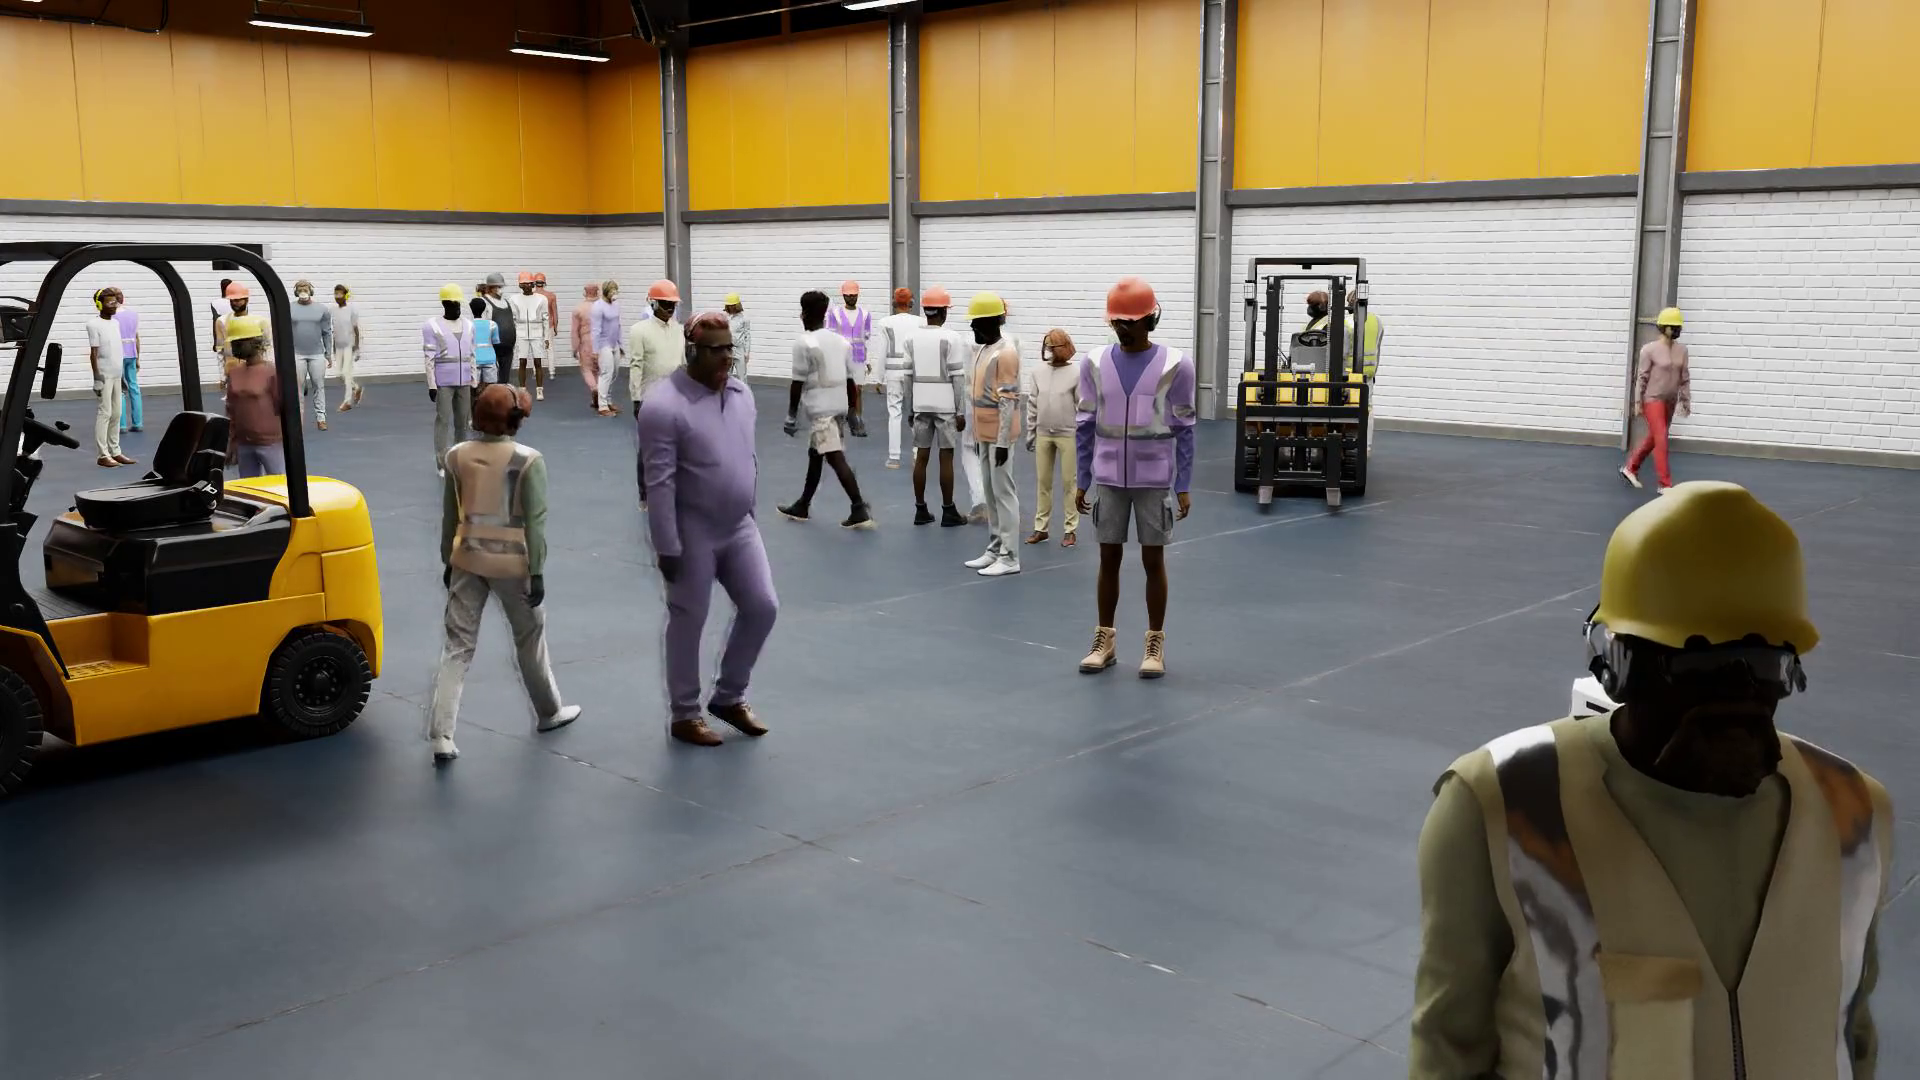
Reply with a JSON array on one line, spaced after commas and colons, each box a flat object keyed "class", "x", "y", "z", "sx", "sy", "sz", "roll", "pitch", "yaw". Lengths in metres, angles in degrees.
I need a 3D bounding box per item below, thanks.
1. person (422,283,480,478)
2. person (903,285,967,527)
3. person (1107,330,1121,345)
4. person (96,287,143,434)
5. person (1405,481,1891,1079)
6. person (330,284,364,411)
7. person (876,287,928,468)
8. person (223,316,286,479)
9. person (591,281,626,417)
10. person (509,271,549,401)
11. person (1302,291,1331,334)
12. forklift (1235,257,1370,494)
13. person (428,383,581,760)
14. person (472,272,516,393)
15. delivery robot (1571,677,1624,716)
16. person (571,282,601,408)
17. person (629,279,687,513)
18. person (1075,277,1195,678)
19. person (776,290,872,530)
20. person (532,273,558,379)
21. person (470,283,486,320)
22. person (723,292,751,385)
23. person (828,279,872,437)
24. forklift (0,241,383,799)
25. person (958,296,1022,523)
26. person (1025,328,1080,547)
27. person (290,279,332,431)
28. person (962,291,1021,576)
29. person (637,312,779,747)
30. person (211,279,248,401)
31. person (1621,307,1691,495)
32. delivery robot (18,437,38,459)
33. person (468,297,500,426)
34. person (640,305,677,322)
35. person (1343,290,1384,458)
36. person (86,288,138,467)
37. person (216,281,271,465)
[{"class": "person", "x": -5.045, "y": -1.584, "z": 16.566, "sx": 0.361, "sy": 1.930, "sz": 0.585, "roll": 7, "pitch": 12, "yaw": 38}, {"class": "person", "x": -0.191, "y": -1.074, "z": 13.405, "sx": 0.543, "sy": 1.940, "sz": 0.360, "roll": 5, "pitch": 10, "yaw": 28}, {"class": "person", "x": 1.942, "y": -1.888, "z": 19.325, "sx": 0.500, "sy": 1.636, "sz": 0.285, "roll": -3, "pitch": 10, "yaw": -16}, {"class": "person", "x": -10.555, "y": -2.253, "z": 20.915, "sx": 0.389, "sy": 1.848, "sz": 0.563, "roll": 4, "pitch": 10, "yaw": 25}, {"class": "person", "x": 0.831, "y": 0.837, "z": 2.012, "sx": 0.586, "sy": 1.835, "sz": 0.404, "roll": -1, "pitch": 9, "yaw": -4}, {"class": "person", "x": -8.982, "y": -2.824, "z": 24.418, "sx": 0.516, "sy": 1.852, "sz": 0.604, "roll": 3, "pitch": 10, "yaw": 19}, {"class": "person", "x": -0.585, "y": -1.683, "z": 17.313, "sx": 0.586, "sy": 1.882, "sz": 0.340, "roll": -2, "pitch": 10, "yaw": -14}, {"class": "person", "x": -4.736, "y": -0.630, "z": 11.312, "sx": 0.638, "sy": 1.747, "sz": 0.318, "roll": 4, "pitch": 10, "yaw": 22}, {"class": "person", "x": -4.995, "y": -2.692, "z": 23.468, "sx": 0.563, "sy": 1.905, "sz": 0.836, "roll": 2, "pitch": 10, "yaw": 15}, {"class": "person", "x": -6.743, "y": -3.186, "z": 26.038, "sx": 0.615, "sy": 2.040, "sz": 0.391, "roll": -1, "pitch": 9, "yaw": -8}, {"class": "person", "x": 3.764, "y": -1.706, "z": 17.601, "sx": 0.429, "sy": 1.839, "sz": 0.643, "roll": -2, "pitch": 9, "yaw": -12}, {"class": "forklift", "x": 3.309, "y": -1.629, "z": 16.029, "sx": 1.214, "sy": 2.155, "sz": 2.313, "roll": 2, "pitch": 9, "yaw": 11}, {"class": "person", "x": -2.004, "y": 0.120, "z": 7.144, "sx": 0.558, "sy": 1.589, "sz": 0.874, "roll": 3, "pitch": 10, "yaw": 17}, {"class": "person", "x": -6.629, "y": -2.835, "z": 23.896, "sx": 0.535, "sy": 2.000, "sz": 0.684, "roll": 5, "pitch": 10, "yaw": 27}, {"class": "delivery robot", "x": 2.703, "y": 0.704, "z": 6.450, "sx": 0.477, "sy": 0.478, "sz": 0.707, "roll": -3, "pitch": 10, "yaw": -16}, {"class": "person", "x": -5.402, "y": -2.863, "z": 24.548, "sx": 0.650, "sy": 1.886, "sz": 0.749, "roll": -5, "pitch": 11, "yaw": -29}, {"class": "person", "x": -2.528, "y": -1.215, "z": 14.155, "sx": 0.404, "sy": 1.987, "sz": 0.617, "roll": 8, "pitch": 12, "yaw": 42}, {"class": "person", "x": 0.869, "y": -0.306, "z": 8.416, "sx": 0.613, "sy": 2.029, "sz": 0.404, "roll": 4, "pitch": 10, "yaw": 21}, {"class": "person", "x": -1.080, "y": -1.040, "z": 13.322, "sx": 1.032, "sy": 1.912, "sz": 0.593, "roll": 6, "pitch": 11, "yaw": 32}, {"class": "person", "x": -7.871, "y": -4.017, "z": 31.284, "sx": 0.612, "sy": 1.995, "sz": 0.382, "roll": -4, "pitch": 10, "yaw": -21}, {"class": "person", "x": -7.498, "y": -3.145, "z": 26.429, "sx": 0.551, "sy": 1.844, "sz": 0.364, "roll": -4, "pitch": 10, "yaw": -22}, {"class": "person", "x": -3.242, "y": -2.669, "z": 23.800, "sx": 0.483, "sy": 1.739, "sz": 0.309, "roll": 2, "pitch": 9, "yaw": 11}, {"class": "person", "x": -1.346, "y": -2.228, "z": 20.486, "sx": 0.542, "sy": 1.939, "sz": 0.362, "roll": -3, "pitch": 10, "yaw": -16}, {"class": "forklift", "x": -3.706, "y": -0.171, "z": 7.093, "sx": 1.214, "sy": 2.155, "sz": 2.313, "roll": 9, "pitch": 13, "yaw": 43}, {"class": "person", "x": 0.195, "y": -1.070, "z": 13.595, "sx": 0.628, "sy": 1.866, "sz": 0.494, "roll": -4, "pitch": 10, "yaw": -25}, {"class": "person", "x": 0.724, "y": -0.765, "z": 12.445, "sx": 0.498, "sy": 1.633, "sz": 0.283, "roll": 5, "pitch": 11, "yaw": 29}, {"class": "person", "x": -8.356, "y": -2.360, "z": 21.299, "sx": 0.628, "sy": 1.940, "sz": 0.373, "roll": -4, "pitch": 10, "yaw": -23}, {"class": "person", "x": 0.211, "y": -0.719, "z": 11.304, "sx": 0.390, "sy": 1.919, "sz": 0.584, "roll": -3, "pitch": 10, "yaw": -17}, {"class": "person", "x": -1.071, "y": -0.032, "z": 7.176, "sx": 0.528, "sy": 1.886, "sz": 0.672, "roll": 7, "pitch": 12, "yaw": 37}, {"class": "person", "x": -11.438, "y": -3.138, "z": 26.128, "sx": 0.372, "sy": 1.916, "sz": 0.597, "roll": 7, "pitch": 12, "yaw": 38}, {"class": "person", "x": 6.456, "y": -1.294, "z": 15.411, "sx": 0.537, "sy": 1.728, "sz": 0.889, "roll": -3, "pitch": 10, "yaw": -20}, {"class": "delivery robot", "x": -9.228, "y": -0.859, "z": 16.038, "sx": 0.477, "sy": 0.478, "sz": 0.707, "roll": 0, "pitch": 9, "yaw": -1}, {"class": "person", "x": -6.314, "y": -2.335, "z": 21.883, "sx": 0.539, "sy": 1.696, "sz": 0.317, "roll": -6, "pitch": 11, "yaw": -33}, {"class": "person", "x": -4.054, "y": -2.547, "z": 22.547, "sx": 0.425, "sy": 1.917, "sz": 0.542, "roll": 8, "pitch": 12, "yaw": 41}, {"class": "person", "x": 4.302, "y": -1.796, "z": 18.131, "sx": 0.621, "sy": 1.845, "sz": 0.429, "roll": -6, "pitch": 11, "yaw": -32}, {"class": "person", "x": -8.920, "y": -1.699, "z": 17.458, "sx": 0.310, "sy": 1.868, "sz": 0.532, "roll": 1, "pitch": 9, "yaw": 4}, {"class": "person", "x": -7.563, "y": -1.754, "z": 17.578, "sx": 0.547, "sy": 1.938, "sz": 0.378, "roll": -1, "pitch": 9, "yaw": -6}]
